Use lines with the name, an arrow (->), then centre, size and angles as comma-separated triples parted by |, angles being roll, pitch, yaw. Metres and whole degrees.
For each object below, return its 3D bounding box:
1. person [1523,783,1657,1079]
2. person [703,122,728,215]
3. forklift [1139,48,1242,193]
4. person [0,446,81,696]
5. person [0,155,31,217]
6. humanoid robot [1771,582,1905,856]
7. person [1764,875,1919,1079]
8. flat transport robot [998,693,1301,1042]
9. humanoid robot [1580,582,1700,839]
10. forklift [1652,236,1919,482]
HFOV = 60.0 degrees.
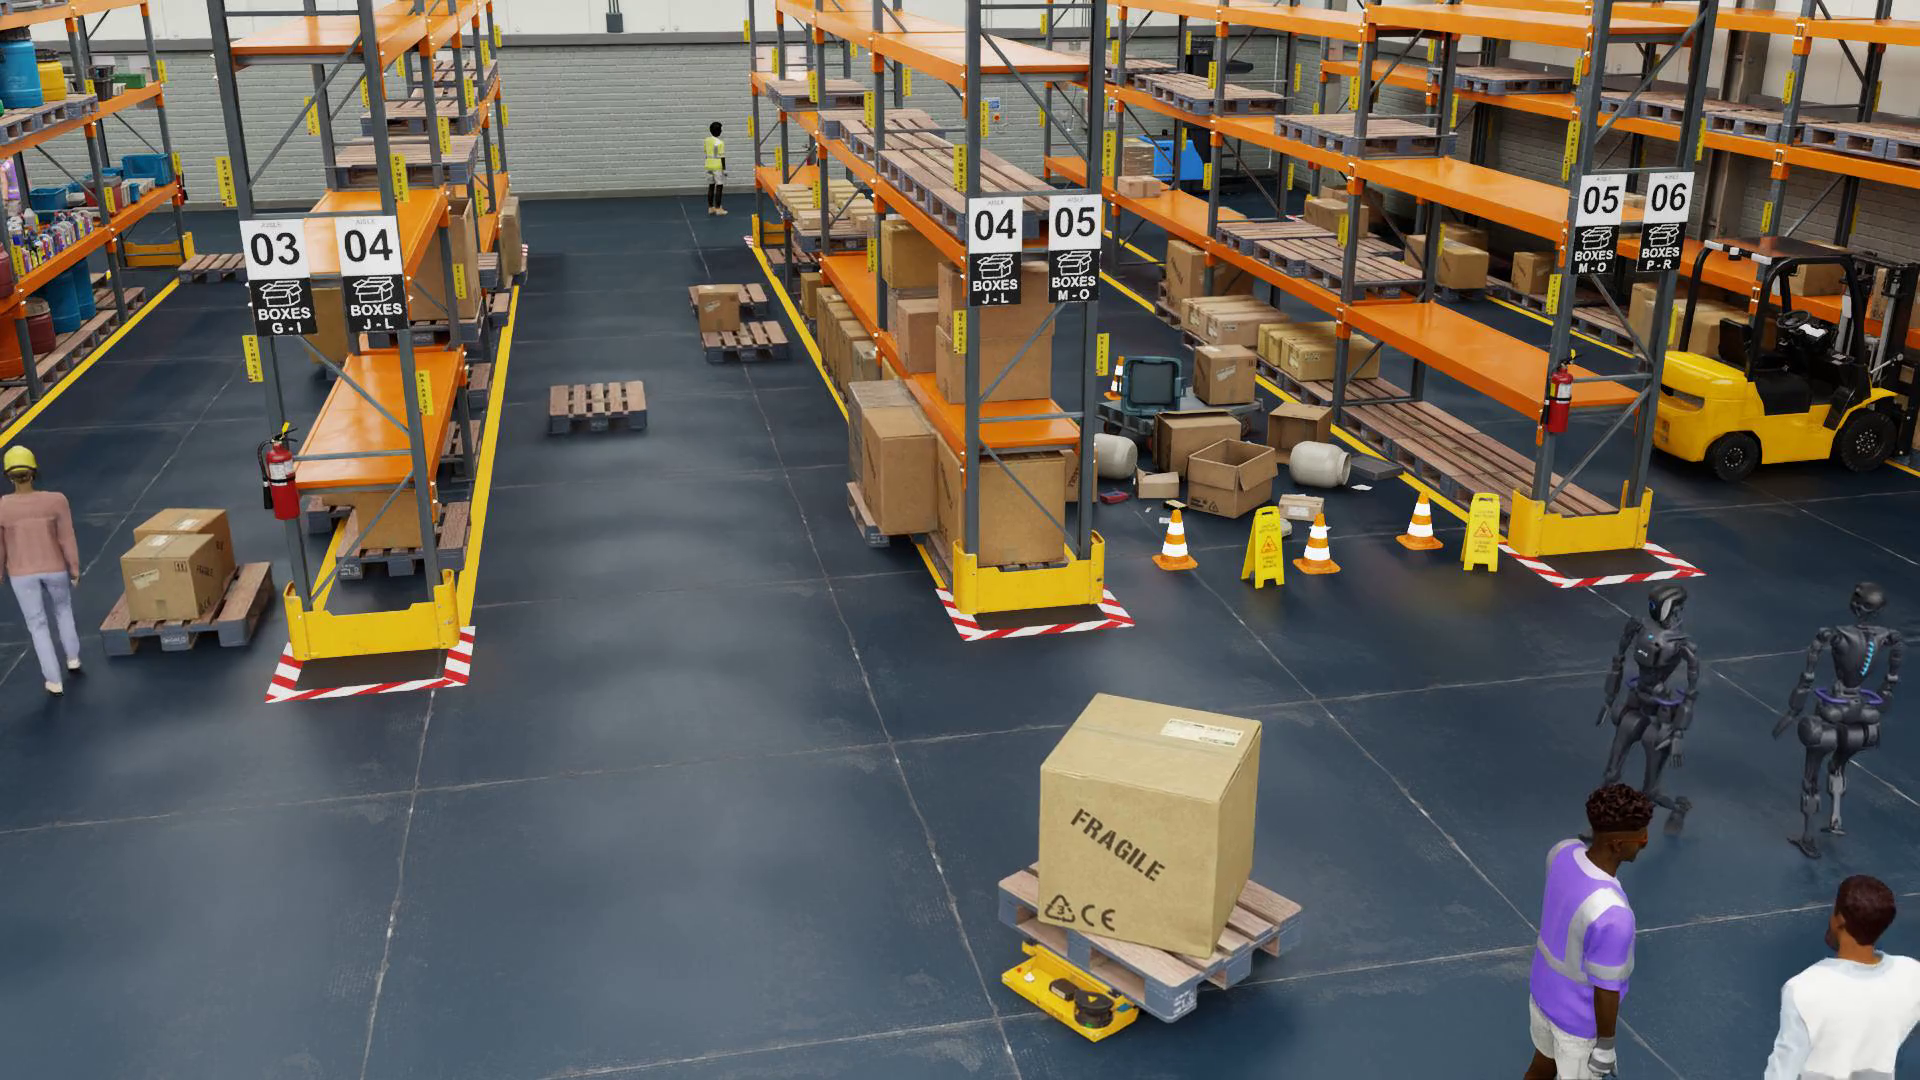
person -> 2.517, 1.867, 6.761 | 0.370, 1.958, 0.596 | -1, 20, -4
person -> -4.476, -6.811, 30.507 | 0.537, 1.685, 0.327 | 17, 26, 38
forklift -> 4.566, -8.313, 32.860 | 1.873, 2.768, 1.129 | -4, 21, -12
person -> -6.430, 0.192, 11.575 | 0.531, 1.742, 0.682 | -14, 24, -33
person -> -15.367, -5.563, 27.147 | 0.348, 1.688, 0.492 | 11, 23, 27
humanoid robot -> 4.978, 1.006, 9.470 | 0.598, 1.654, 0.352 | 0, 20, -1
person -> 3.192, 2.089, 6.250 | 0.597, 1.891, 0.659 | -3, 21, -8
flat transport robot -> 0.969, 2.092, 8.570 | 1.431, 0.231, 0.659 | -17, 26, -39
humanoid robot -> 3.984, 0.987, 9.546 | 0.623, 1.639, 0.613 | -9, 22, -24
forklift -> 8.013, -1.814, 16.330 | 2.313, 2.155, 1.214 | -4, 21, -12
